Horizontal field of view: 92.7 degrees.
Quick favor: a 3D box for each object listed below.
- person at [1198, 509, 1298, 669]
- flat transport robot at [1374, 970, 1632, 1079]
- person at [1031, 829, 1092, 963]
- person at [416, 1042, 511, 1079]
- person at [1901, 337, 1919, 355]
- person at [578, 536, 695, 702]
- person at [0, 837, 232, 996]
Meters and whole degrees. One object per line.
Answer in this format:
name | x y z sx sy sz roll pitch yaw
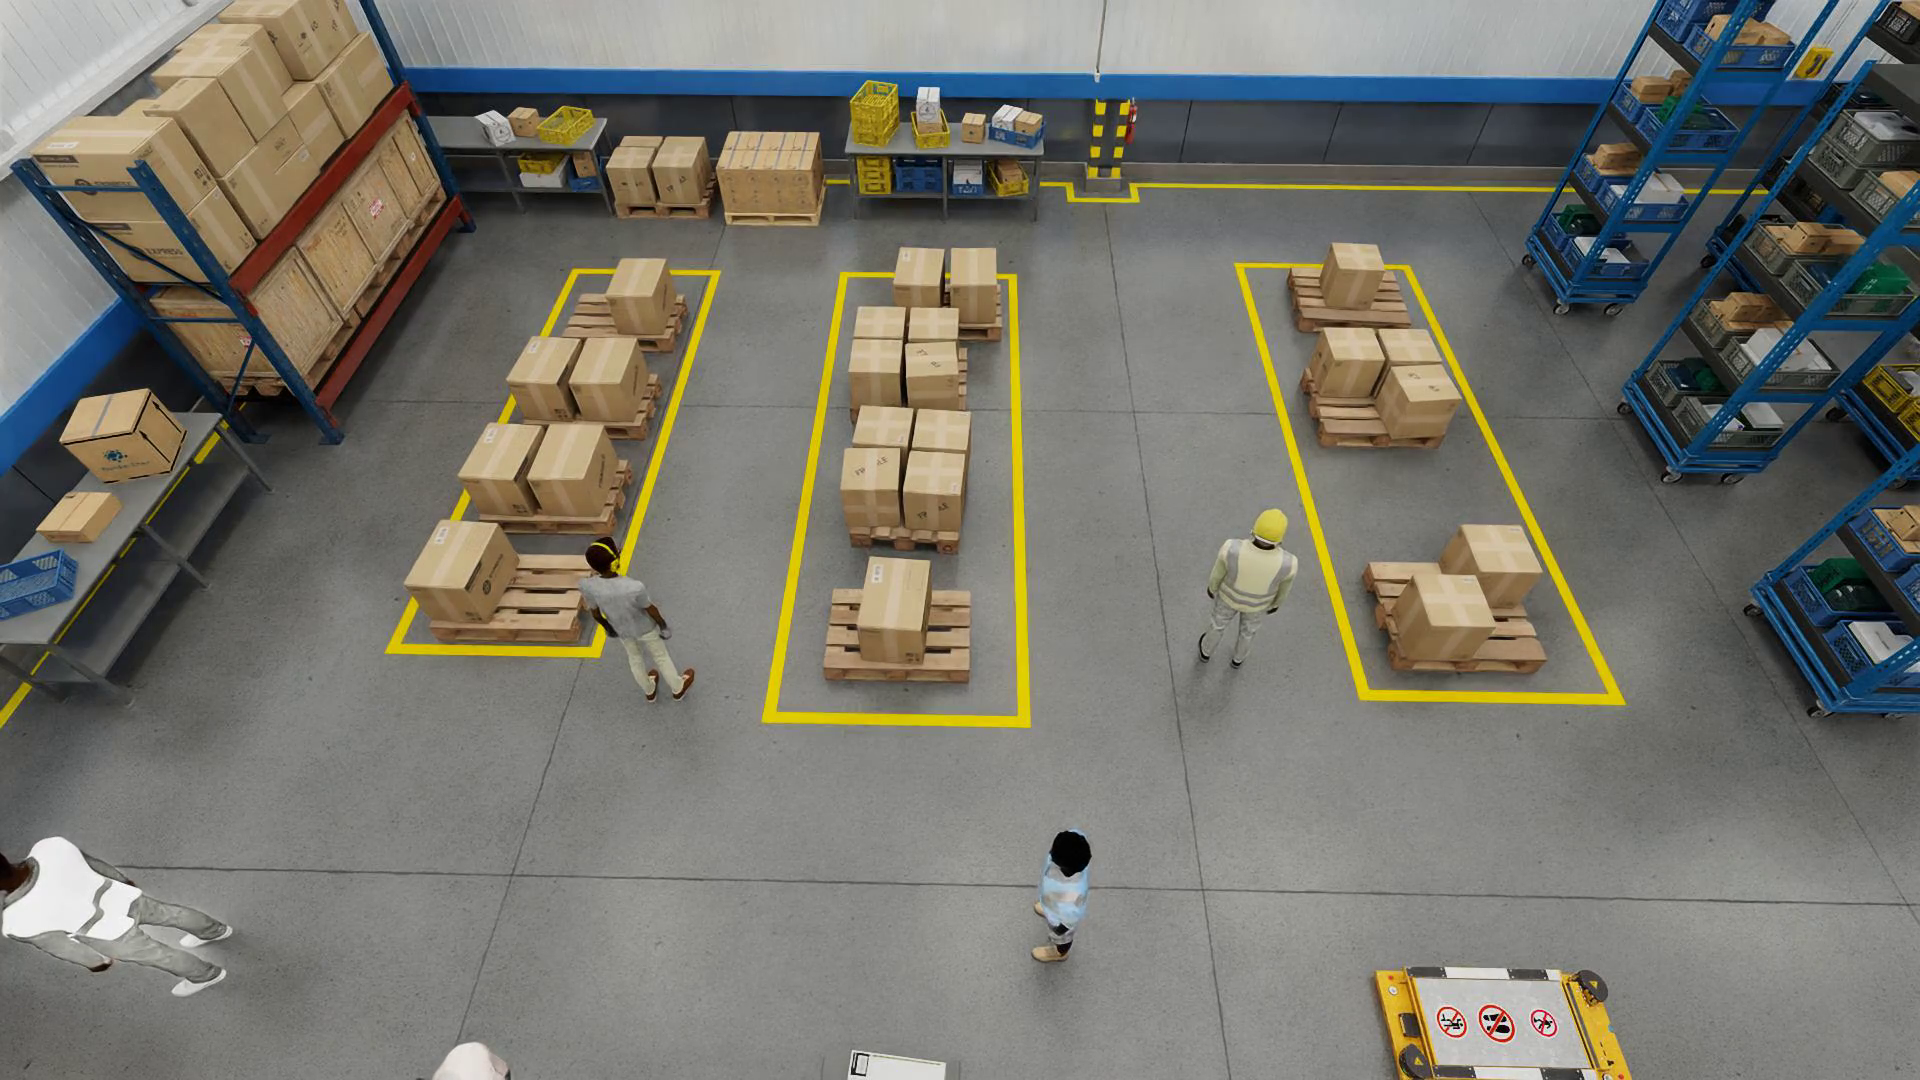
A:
person | 2.224 0.401 7.141 0.589 1.833 0.404 13 52 11
flat transport robot | 3.501 3.133 5.914 1.431 0.197 0.652 1 51 1
person | 0.633 2.229 5.736 0.316 1.695 0.541 6 51 5
person | -2.514 3.128 4.871 0.411 1.908 0.643 -10 51 -8
person | 10.821 -2.646 9.543 0.482 1.960 0.667 -8 51 -6
person | -2.456 0.642 6.927 0.521 1.861 0.327 1 51 1
person | -5.169 2.287 5.559 0.388 1.910 0.585 -13 52 -11
